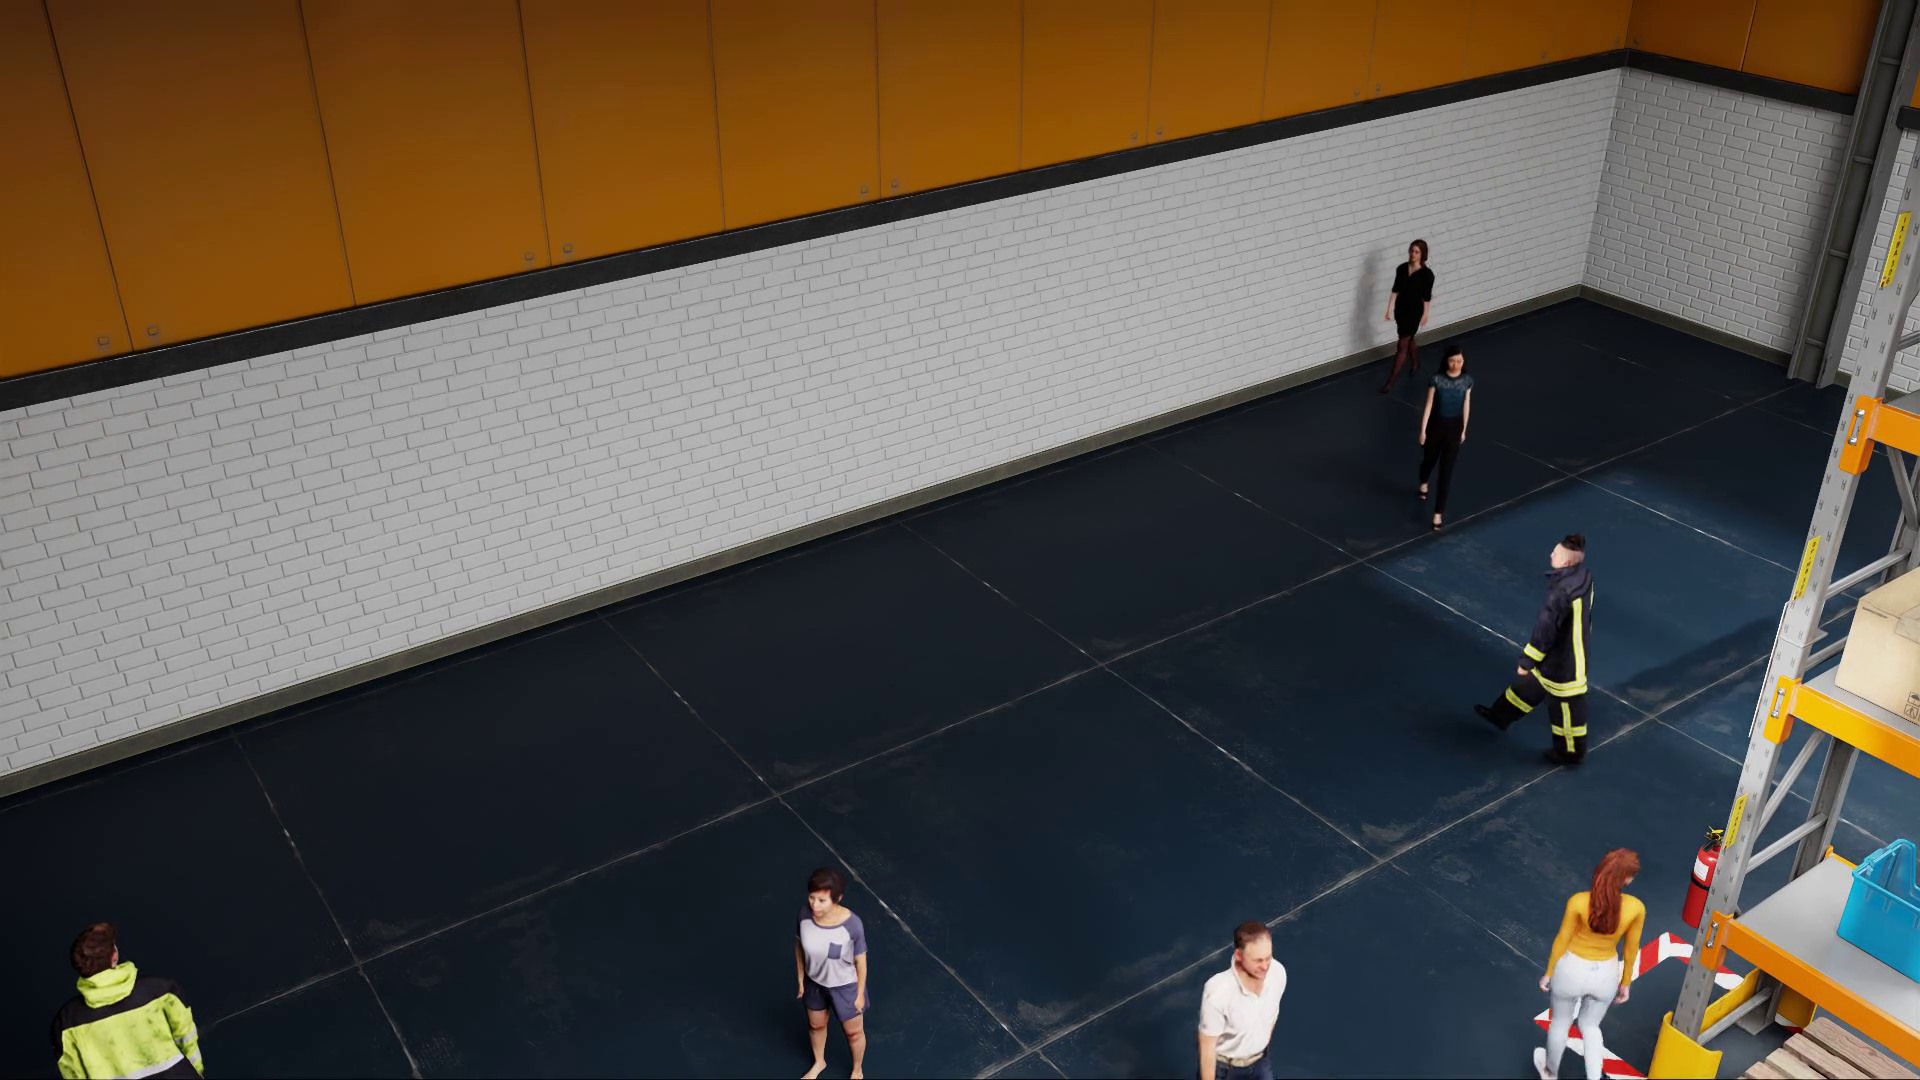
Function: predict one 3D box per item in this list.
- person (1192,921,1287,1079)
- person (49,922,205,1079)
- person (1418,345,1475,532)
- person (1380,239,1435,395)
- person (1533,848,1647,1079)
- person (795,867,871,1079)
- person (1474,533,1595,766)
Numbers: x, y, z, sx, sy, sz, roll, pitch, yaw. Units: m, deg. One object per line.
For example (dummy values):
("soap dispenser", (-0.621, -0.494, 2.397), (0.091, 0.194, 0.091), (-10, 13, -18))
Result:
("person", (1.347, 2.627, 8.581), (0.897, 1.801, 1.320), (-10, 30, -18))
("person", (-4.044, 2.716, 8.232), (0.766, 1.979, 0.633), (-17, 33, -28))
("person", (4.429, -1.004, 15.343), (0.985, 1.700, 1.054), (4, 29, 8))
("person", (4.902, -2.452, 18.042), (0.749, 1.656, 1.051), (-24, 37, -37))
("person", (3.424, 2.435, 8.991), (0.945, 1.743, 1.057), (0, 29, -1))
("person", (-0.703, 2.428, 9.191), (0.625, 1.565, 0.712), (10, 30, 17))
("person", (4.373, 0.811, 11.879), (1.231, 1.830, 1.039), (17, 33, 29))
